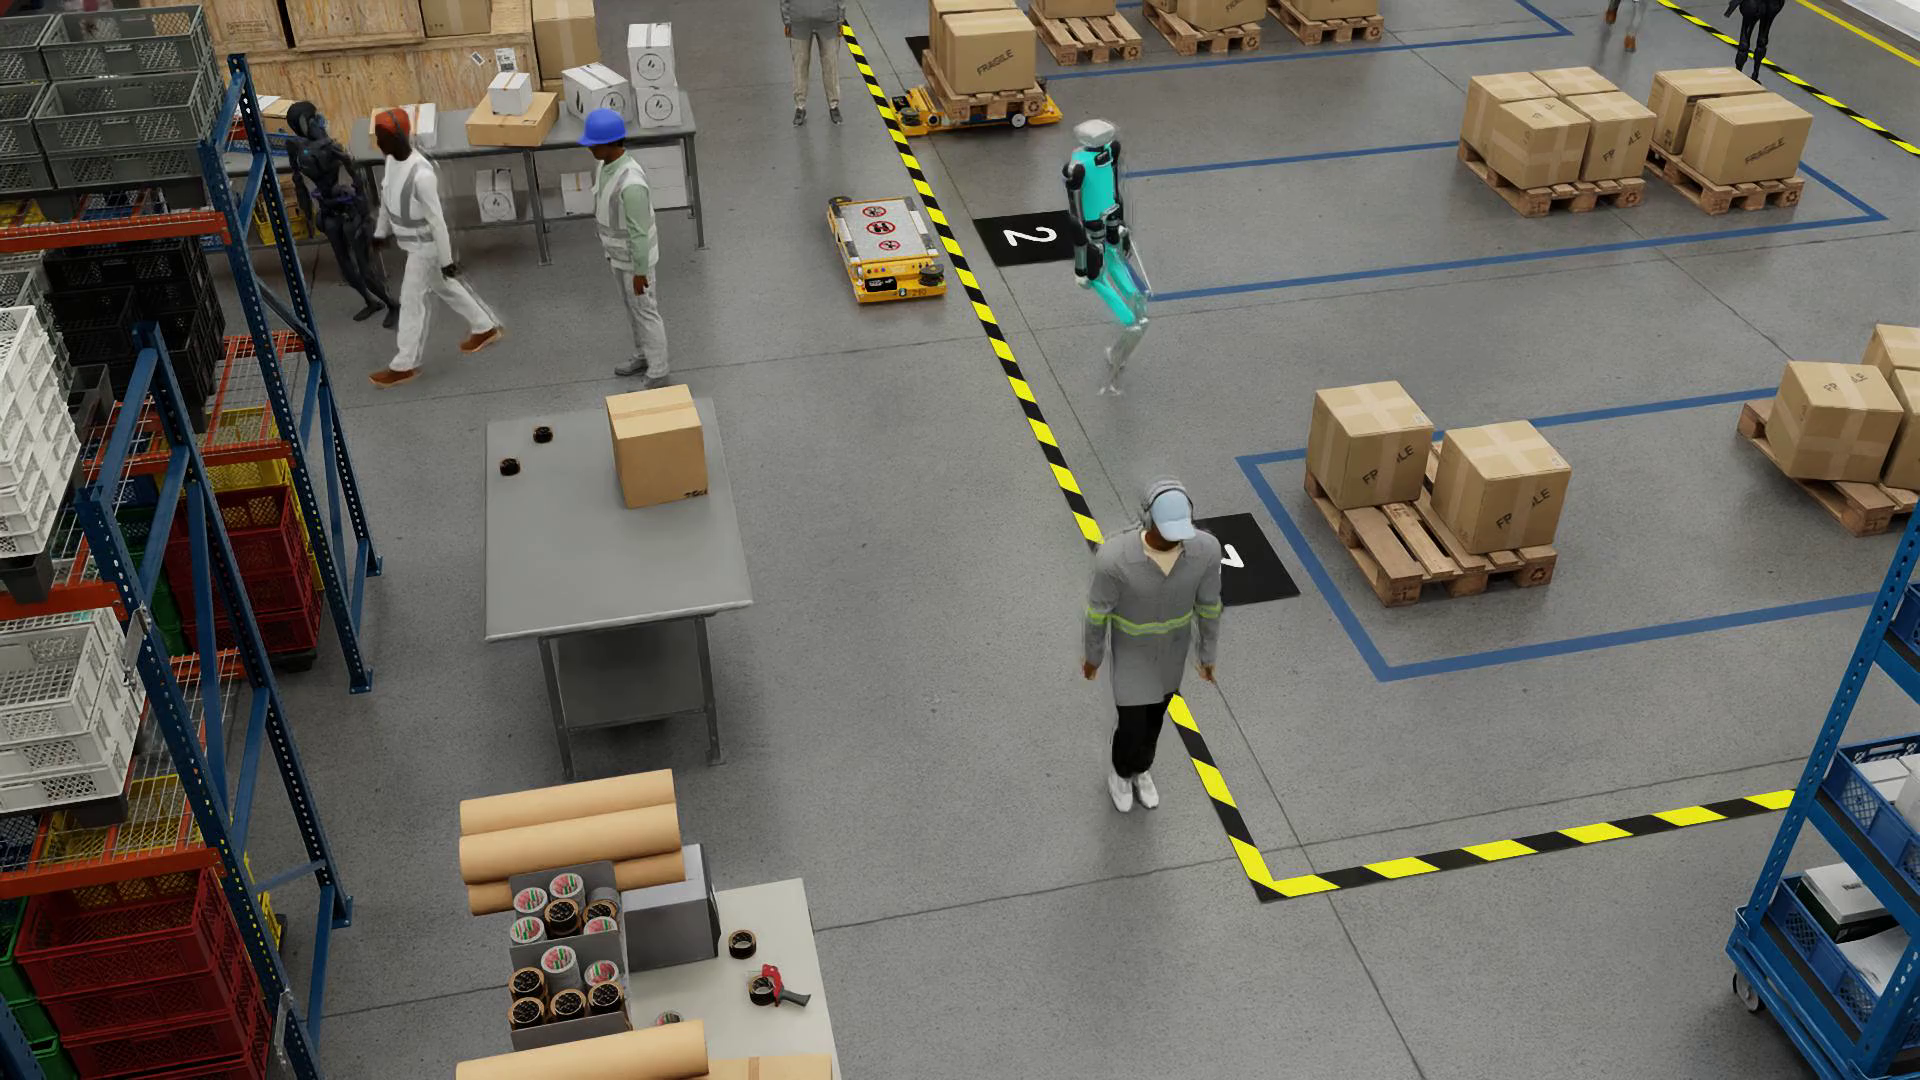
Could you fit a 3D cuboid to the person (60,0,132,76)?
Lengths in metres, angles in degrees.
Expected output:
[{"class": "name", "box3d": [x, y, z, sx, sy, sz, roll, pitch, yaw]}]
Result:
[{"class": "person", "box3d": [-7.644, -4.649, 14.546, 0.521, 1.780, 0.751, -27, 44, -31]}]

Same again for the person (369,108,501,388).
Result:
[{"class": "person", "box3d": [-3.546, -1.943, 10.855, 0.954, 1.840, 0.586, -21, 41, -26]}]

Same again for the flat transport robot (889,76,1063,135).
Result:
[{"class": "flat transport robot", "box3d": [0.134, -3.854, 14.710, 1.431, 0.197, 0.652, -8, 37, -10]}]

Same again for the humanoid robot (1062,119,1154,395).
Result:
[{"class": "humanoid robot", "box3d": [1.045, -1.778, 10.712, 0.780, 1.769, 0.540, 24, 43, 28]}]

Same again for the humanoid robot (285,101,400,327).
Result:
[{"class": "humanoid robot", "box3d": [-4.233, -2.234, 11.382, 0.607, 1.632, 0.383, 13, 38, 16]}]

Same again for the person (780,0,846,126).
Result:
[{"class": "person", "box3d": [-1.256, -4.451, 14.277, 0.563, 1.769, 0.396, -4, 37, -5]}]

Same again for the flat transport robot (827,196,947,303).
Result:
[{"class": "flat transport robot", "box3d": [-0.570, -2.220, 12.538, 0.659, 0.231, 1.431, -8, 37, -10]}]

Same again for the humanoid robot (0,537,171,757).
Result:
[{"class": "humanoid robot", "box3d": [-4.040, 0.419, 7.778, 0.813, 1.776, 0.569, -1, 37, -2]}]

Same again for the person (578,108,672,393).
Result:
[{"class": "person", "box3d": [-2.128, -1.835, 10.621, 0.411, 1.939, 0.609, -17, 40, -22]}]

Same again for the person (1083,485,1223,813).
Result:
[{"class": "person", "box3d": [0.884, 0.522, 7.534, 0.620, 1.836, 0.462, -8, 37, -11]}]

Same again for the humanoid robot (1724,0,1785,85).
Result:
[{"class": "humanoid robot", "box3d": [7.197, -4.893, 14.938, 0.599, 1.656, 0.315, -15, 39, -19]}]

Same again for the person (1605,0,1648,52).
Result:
[{"class": "person", "box3d": [6.522, -5.689, 15.871, 0.588, 1.858, 0.762, 9, 38, 12]}]
